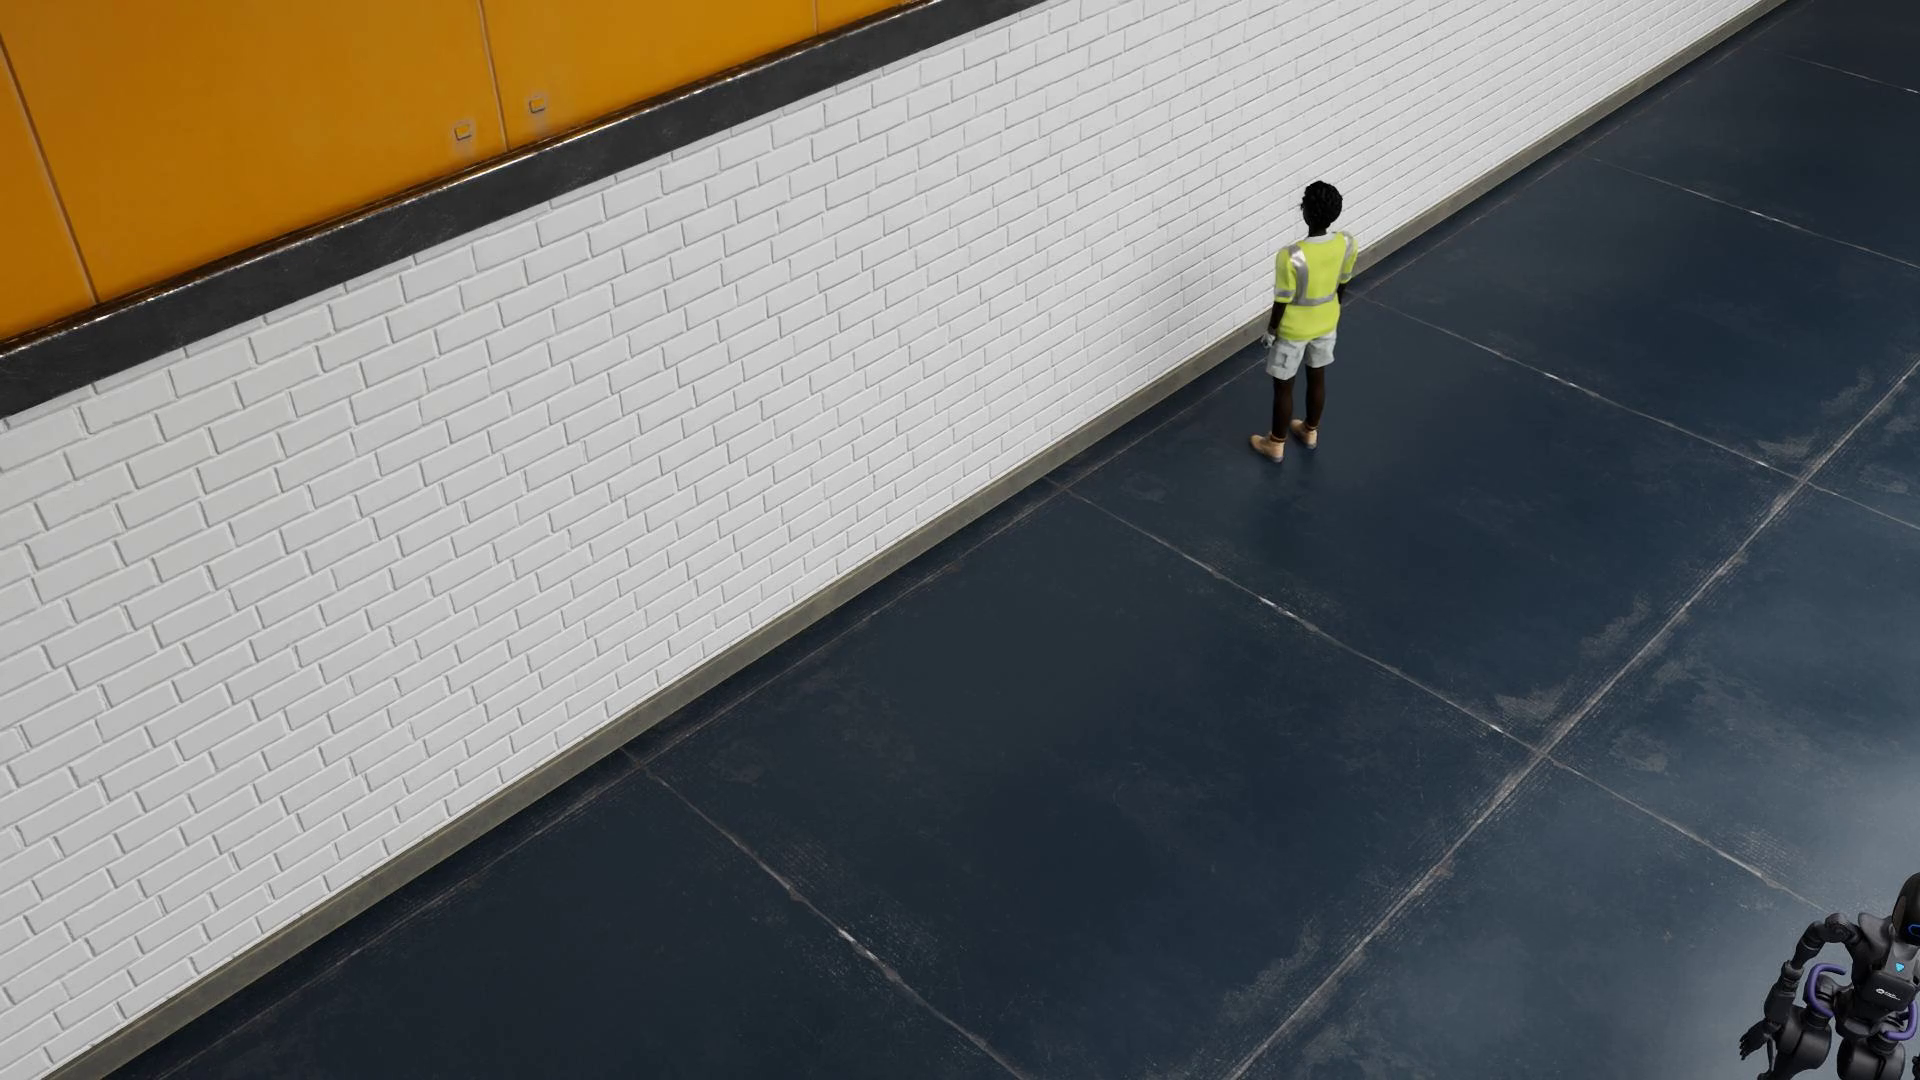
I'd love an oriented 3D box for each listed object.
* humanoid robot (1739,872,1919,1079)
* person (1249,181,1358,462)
[{"bbox_3d":[3.020,1.701,5.654,0.599,1.657,0.315,17,42,20],"label":"humanoid robot"},{"bbox_3d":[1.915,-1.208,9.286,0.539,1.695,0.315,-19,43,-22],"label":"person"}]
